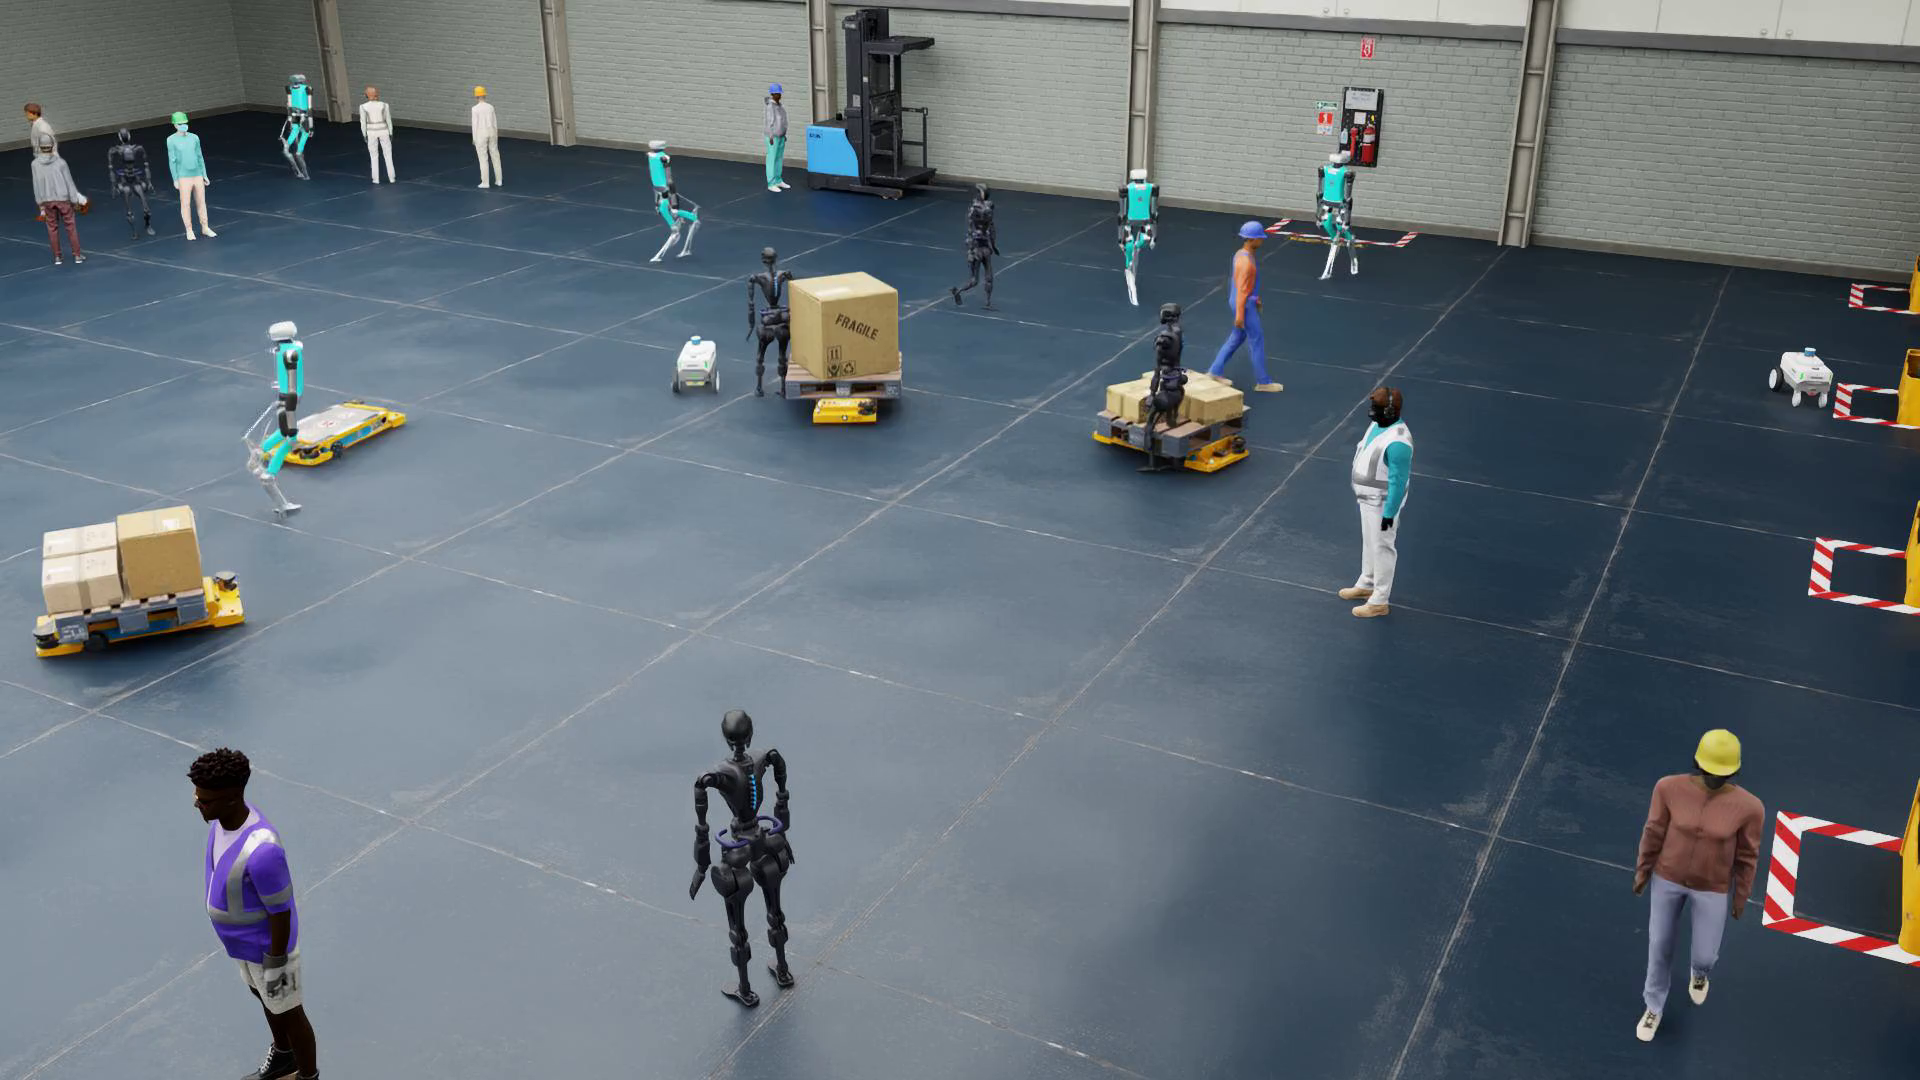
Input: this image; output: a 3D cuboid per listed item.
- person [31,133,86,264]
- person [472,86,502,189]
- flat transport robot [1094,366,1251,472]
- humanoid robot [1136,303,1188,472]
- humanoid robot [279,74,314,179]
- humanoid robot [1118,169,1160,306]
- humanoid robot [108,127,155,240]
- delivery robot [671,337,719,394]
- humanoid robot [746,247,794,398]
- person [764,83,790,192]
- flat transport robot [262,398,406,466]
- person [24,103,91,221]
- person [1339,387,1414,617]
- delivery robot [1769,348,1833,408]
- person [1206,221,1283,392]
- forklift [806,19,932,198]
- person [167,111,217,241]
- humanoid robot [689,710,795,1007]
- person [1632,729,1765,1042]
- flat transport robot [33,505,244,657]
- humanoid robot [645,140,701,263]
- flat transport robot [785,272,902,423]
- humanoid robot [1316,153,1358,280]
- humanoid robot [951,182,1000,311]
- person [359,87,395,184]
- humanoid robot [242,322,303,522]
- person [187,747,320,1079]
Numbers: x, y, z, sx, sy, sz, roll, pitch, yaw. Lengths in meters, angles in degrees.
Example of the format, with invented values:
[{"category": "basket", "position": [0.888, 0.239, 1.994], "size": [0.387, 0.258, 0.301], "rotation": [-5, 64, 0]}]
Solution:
[{"category": "person", "position": [-12.688, -4.791, 23.373], "size": [0.550, 1.806, 0.381], "rotation": [-6, 24, -13]}, {"category": "person", "position": [-8.069, -6.845, 28.288], "size": [0.306, 1.696, 0.482], "rotation": [21, 31, 39]}, {"category": "flat transport robot", "position": [2.090, -0.992, 16.472], "size": [1.431, 0.231, 0.659], "rotation": [20, 30, 39]}, {"category": "humanoid robot", "position": [1.962, -1.431, 15.719], "size": [0.375, 1.658, 0.593], "rotation": [13, 27, 28]}, {"category": "humanoid robot", "position": [-11.609, -7.153, 29.021], "size": [0.534, 1.806, 0.818], "rotation": [7, 24, 16]}, {"category": "humanoid robot", "position": [2.254, -3.990, 21.665], "size": [0.534, 1.787, 1.016], "rotation": [-3, 23, -6]}, {"category": "humanoid robot", "position": [-12.333, -5.307, 24.733], "size": [0.610, 1.645, 0.330], "rotation": [-17, 29, -34]}, {"category": "delivery robot", "position": [-2.892, -1.943, 18.299], "size": [0.499, 0.575, 0.757], "rotation": [0, 23, -1]}, {"category": "humanoid robot", "position": [-2.017, -2.335, 17.805], "size": [0.593, 1.649, 0.423], "rotation": [-12, 26, -25]}, {"category": "person", "position": [-3.109, -6.807, 28.100], "size": [0.356, 1.778, 0.532], "rotation": [9, 25, 20]}, {"category": "flat transport robot", "position": [-6.292, -1.085, 16.689], "size": [0.659, 0.231, 1.431], "rotation": [8, 25, 19]}, {"category": "person", "position": [-14.213, -5.928, 26.019], "size": [0.504, 1.809, 0.795], "rotation": [18, 29, 36]}, {"category": "person", "position": [3.234, -0.300, 12.869], "size": [0.431, 1.844, 0.623], "rotation": [-1, 23, -2]}, {"category": "delivery robot", "position": [9.112, -1.774, 17.954], "size": [0.499, 0.614, 0.791], "rotation": [4, 23, 8]}, {"category": "person", "position": [3.108, -2.533, 18.013], "size": [0.843, 1.878, 0.527], "rotation": [1, 23, 2]}, {"category": "forklift", "position": [-1.573, -7.292, 27.850], "size": [1.873, 2.768, 1.129], "rotation": [12, 26, 25]}, {"category": "person", "position": [-11.471, -5.425, 24.759], "size": [0.350, 1.874, 0.512], "rotation": [20, 30, 39]}, {"category": "humanoid robot", "position": [-1.110, 1.625, 8.581], "size": [0.599, 1.654, 0.315], "rotation": [-16, 28, -33]}, {"category": "person", "position": [3.671, 1.696, 8.329], "size": [0.537, 1.756, 0.481], "rotation": [14, 27, 30]}, {"category": "flat transport robot", "position": [-6.352, 0.551, 12.880], "size": [1.431, 0.231, 0.659], "rotation": [-11, 26, -24]}, {"category": "humanoid robot", "position": [-4.012, -4.739, 23.360], "size": [0.911, 1.770, 0.545], "rotation": [-19, 30, -37]}, {"category": "flat transport robot", "position": [-1.229, -1.566, 17.809], "size": [0.659, 0.231, 1.431], "rotation": [-1, 23, -2]}, {"category": "humanoid robot", "position": [5.219, -4.404, 22.579], "size": [0.563, 1.774, 0.971], "rotation": [19, 30, 37]}, {"category": "humanoid robot", "position": [0.215, -3.736, 21.099], "size": [0.560, 1.642, 0.609], "rotation": [15, 28, 31]}, {"category": "person", "position": [-10.028, -6.966, 28.653], "size": [0.515, 1.632, 0.310], "rotation": [-8, 24, -18]}, {"category": "humanoid robot", "position": [-6.089, -0.984, 14.698], "size": [0.735, 1.860, 0.530], "rotation": [-10, 25, -21]}, {"category": "person", "position": [-3.275, 1.836, 7.741], "size": [0.367, 1.966, 0.602], "rotation": [-19, 30, -37]}]
